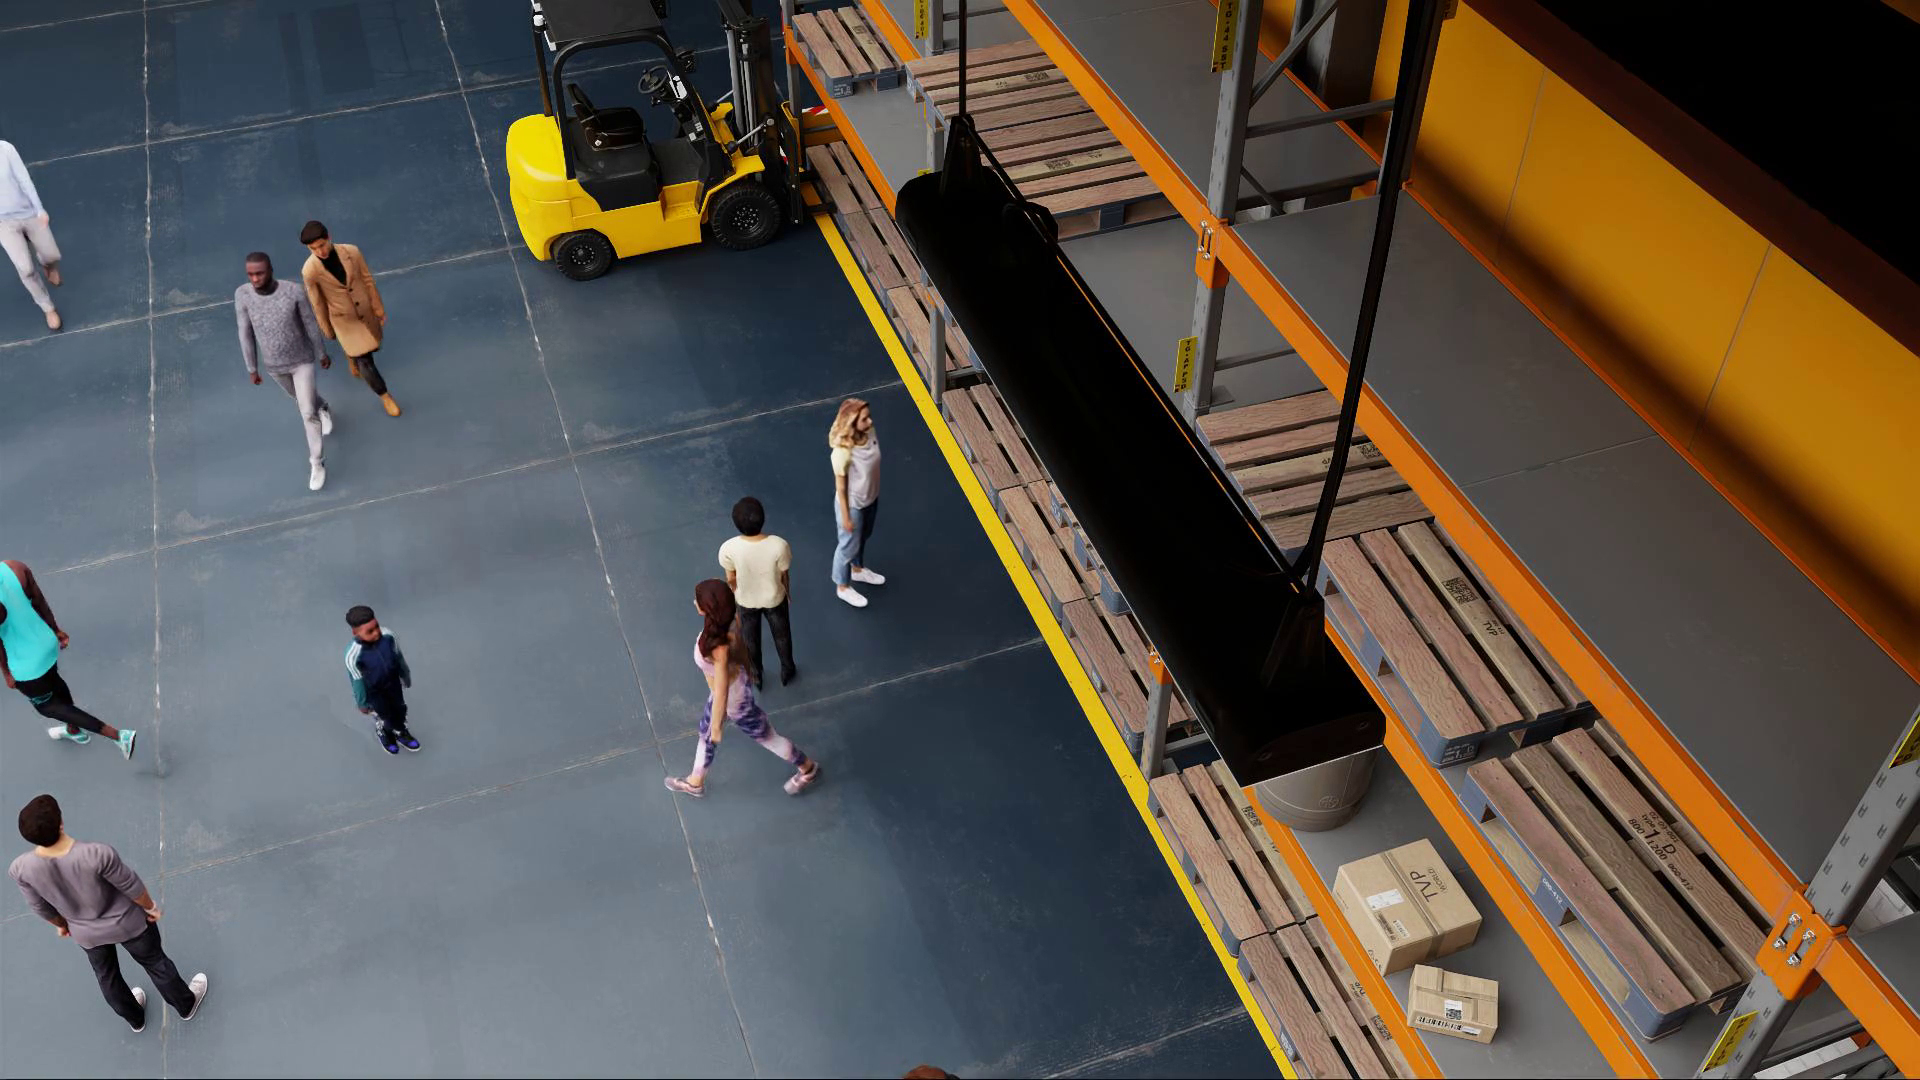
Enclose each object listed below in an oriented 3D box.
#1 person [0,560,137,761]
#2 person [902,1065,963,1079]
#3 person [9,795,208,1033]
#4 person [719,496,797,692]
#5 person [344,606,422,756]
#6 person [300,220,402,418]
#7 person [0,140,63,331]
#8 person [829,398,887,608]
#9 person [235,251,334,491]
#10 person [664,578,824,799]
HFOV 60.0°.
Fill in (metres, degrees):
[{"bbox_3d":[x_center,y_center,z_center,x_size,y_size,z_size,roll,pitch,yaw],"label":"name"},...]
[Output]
[{"bbox_3d":[-5.496,0.706,9.978,1.020,1.790,1.049,11,45,11],"label":"person"},{"bbox_3d":[-0.133,2.902,7.884,0.590,1.500,0.589,-18,46,-18],"label":"person"},{"bbox_3d":[-4.443,1.953,8.624,0.696,1.853,0.577,-9,44,-9],"label":"person"},{"bbox_3d":[-1.256,0.352,10.495,0.633,1.590,0.549,-5,44,-5],"label":"person"},{"bbox_3d":[-3.599,0.847,10.225,0.655,1.246,0.610,27,50,26],"label":"person"},{"bbox_3d":[-4.648,-1.757,12.633,0.890,1.695,1.108,-33,53,-30],"label":"person"},{"bbox_3d":[-7.642,-2.628,13.424,0.810,1.865,1.053,-26,50,-25],"label":"person"},{"bbox_3d":[-0.701,-0.271,11.056,0.772,1.718,0.710,17,46,17],"label":"person"},{"bbox_3d":[-4.864,-1.356,12.130,0.903,1.808,1.246,-4,44,-4],"label":"person"},{"bbox_3d":[-1.245,0.925,9.803,0.983,1.715,1.234,-5,44,-5],"label":"person"}]
